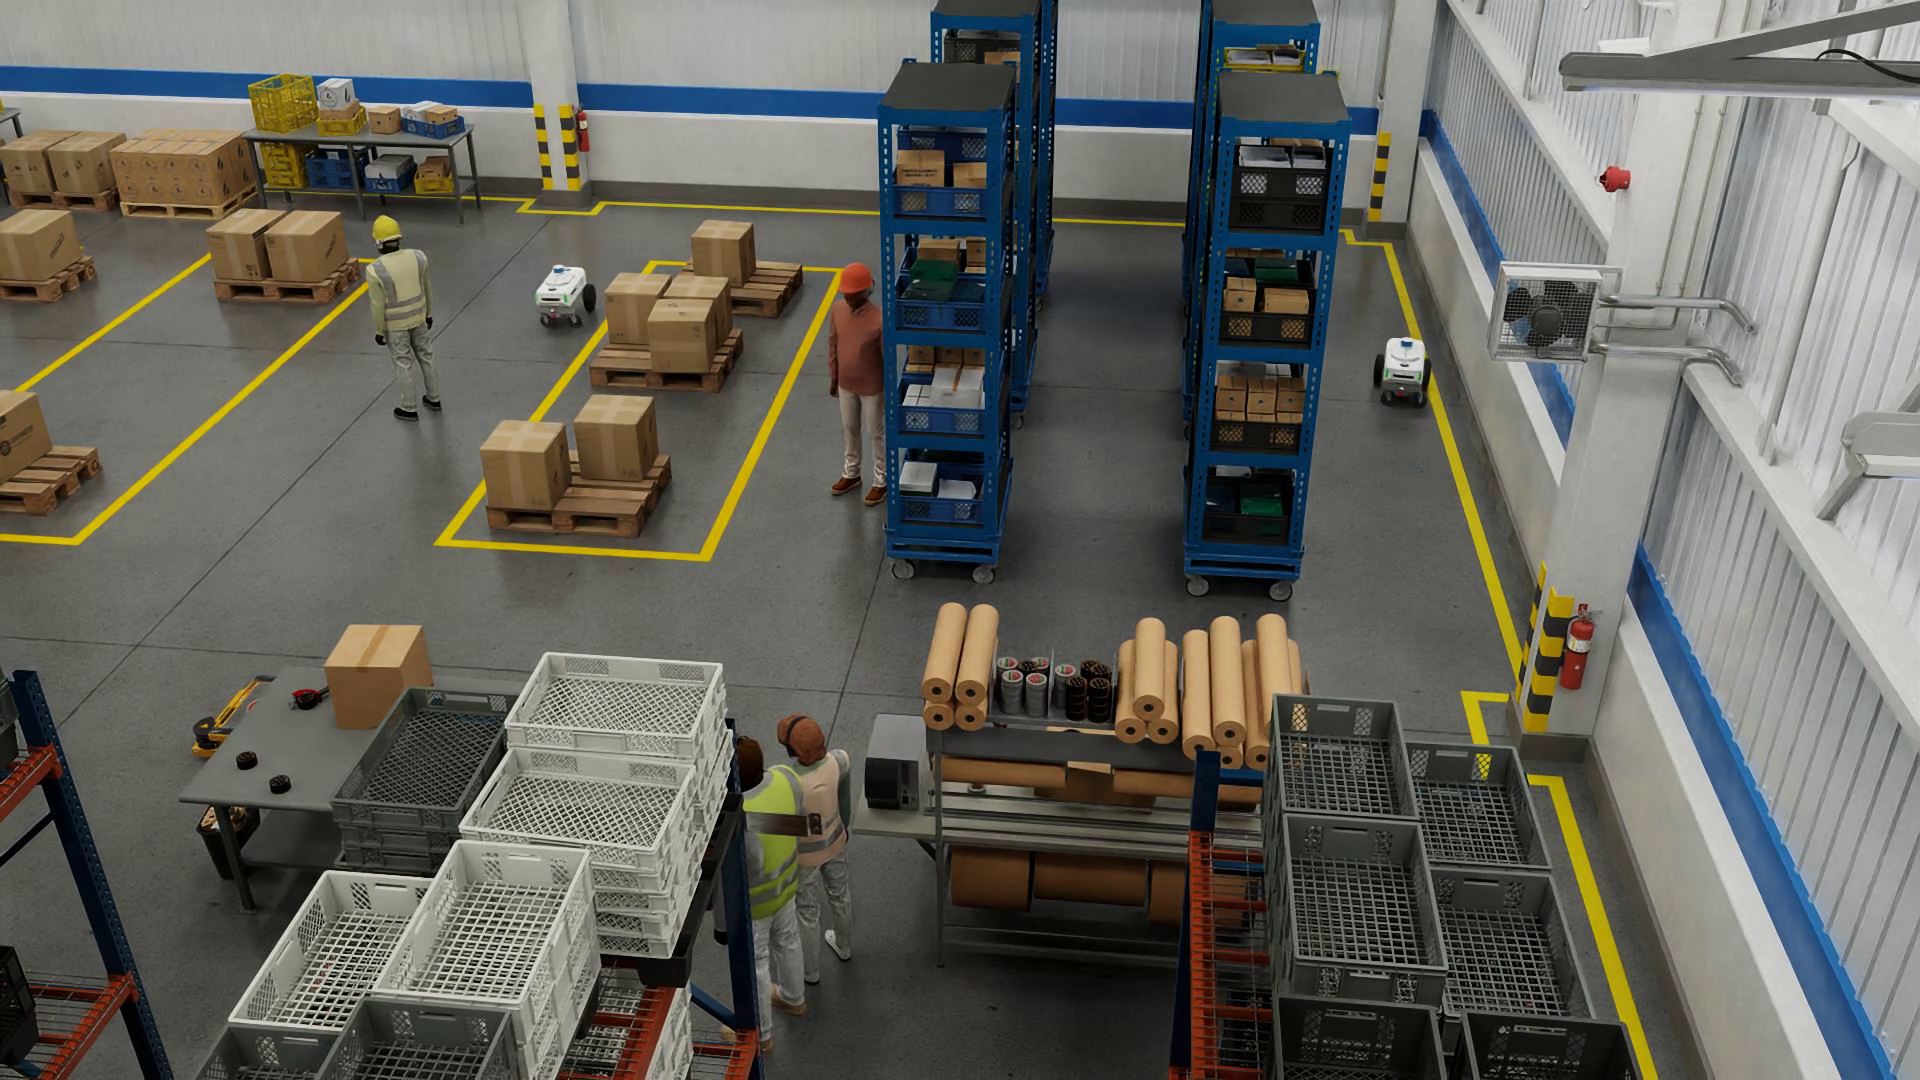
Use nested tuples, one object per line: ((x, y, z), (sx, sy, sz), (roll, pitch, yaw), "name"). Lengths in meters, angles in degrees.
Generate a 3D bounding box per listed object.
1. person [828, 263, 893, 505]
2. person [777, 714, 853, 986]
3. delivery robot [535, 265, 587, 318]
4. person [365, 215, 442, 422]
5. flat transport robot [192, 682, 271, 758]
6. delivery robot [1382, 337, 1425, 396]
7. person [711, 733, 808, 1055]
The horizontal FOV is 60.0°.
((-0.782, -1.234, 13.064), (0.622, 1.993, 0.382), (18, 35, 28), "person")
((-0.760, 1.589, 8.565), (0.511, 1.640, 0.308), (-26, 39, -36), "person")
((-3.974, -2.498, 16.566), (0.477, 0.478, 0.707), (2, 30, 4), "delivery robot")
((-4.829, -1.920, 14.403), (0.404, 1.833, 0.590), (21, 36, 32), "person")
((-4.089, 1.163, 10.648), (1.431, 0.197, 0.652), (3, 30, 6), "flat transport robot")
((4.008, -1.588, 15.003), (0.477, 0.478, 0.707), (8, 31, 13), "delivery robot")
((-1.010, 1.718, 8.160), (0.430, 1.837, 0.629), (17, 34, 26), "person")
